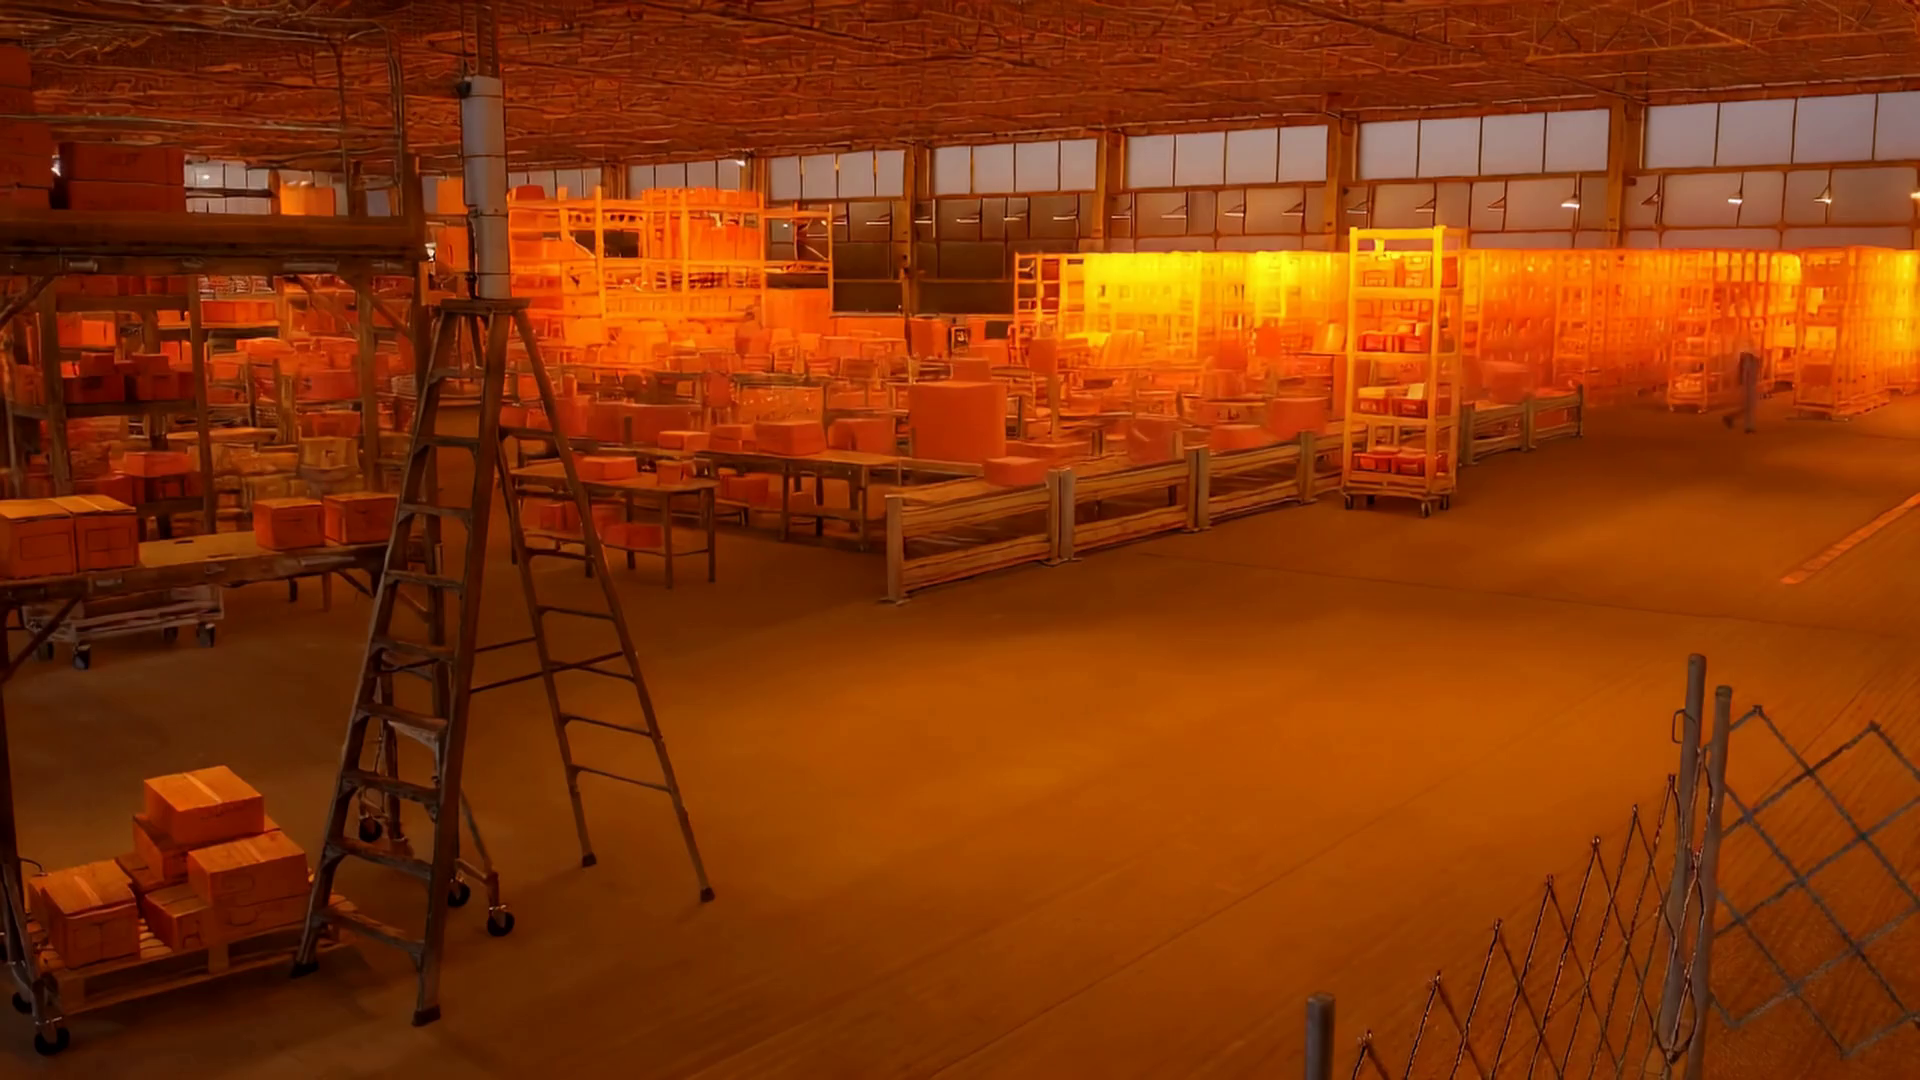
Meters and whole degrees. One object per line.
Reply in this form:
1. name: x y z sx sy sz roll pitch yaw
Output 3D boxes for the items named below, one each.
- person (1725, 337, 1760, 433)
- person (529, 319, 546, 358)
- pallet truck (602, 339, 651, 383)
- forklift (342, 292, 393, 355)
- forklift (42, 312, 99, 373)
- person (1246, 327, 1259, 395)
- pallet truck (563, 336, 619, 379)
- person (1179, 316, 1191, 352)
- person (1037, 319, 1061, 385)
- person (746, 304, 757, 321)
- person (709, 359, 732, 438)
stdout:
1. person: 14.999 -2.958 31.770 0.567 1.828 0.645 -7 12 -39
2. person: -11.528 -5.067 44.990 0.613 1.813 0.511 -7 12 -38
3. pallet truck: -8.991 -4.871 45.351 0.653 1.274 1.630 7 11 37
4. forklift: -16.485 -5.622 45.120 1.129 2.768 1.873 7 11 37
5. forklift: -23.779 -5.451 44.052 1.873 2.768 1.129 7 11 36
6. person: 6.921 -4.172 39.548 0.329 1.765 0.526 5 10 27
7. pallet truck: -10.690 -5.294 48.215 1.601 1.201 0.680 -5 10 -26
8. person: 7.145 -6.331 52.203 0.526 2.023 0.626 7 11 37
9. person: 2.300 -4.697 42.515 0.679 1.855 0.975 -7 12 -39
10. person: -7.912 -8.082 63.600 0.609 1.901 1.004 7 11 36
11. person: -3.926 -2.153 27.349 0.285 1.633 0.497 -9 12 -43
